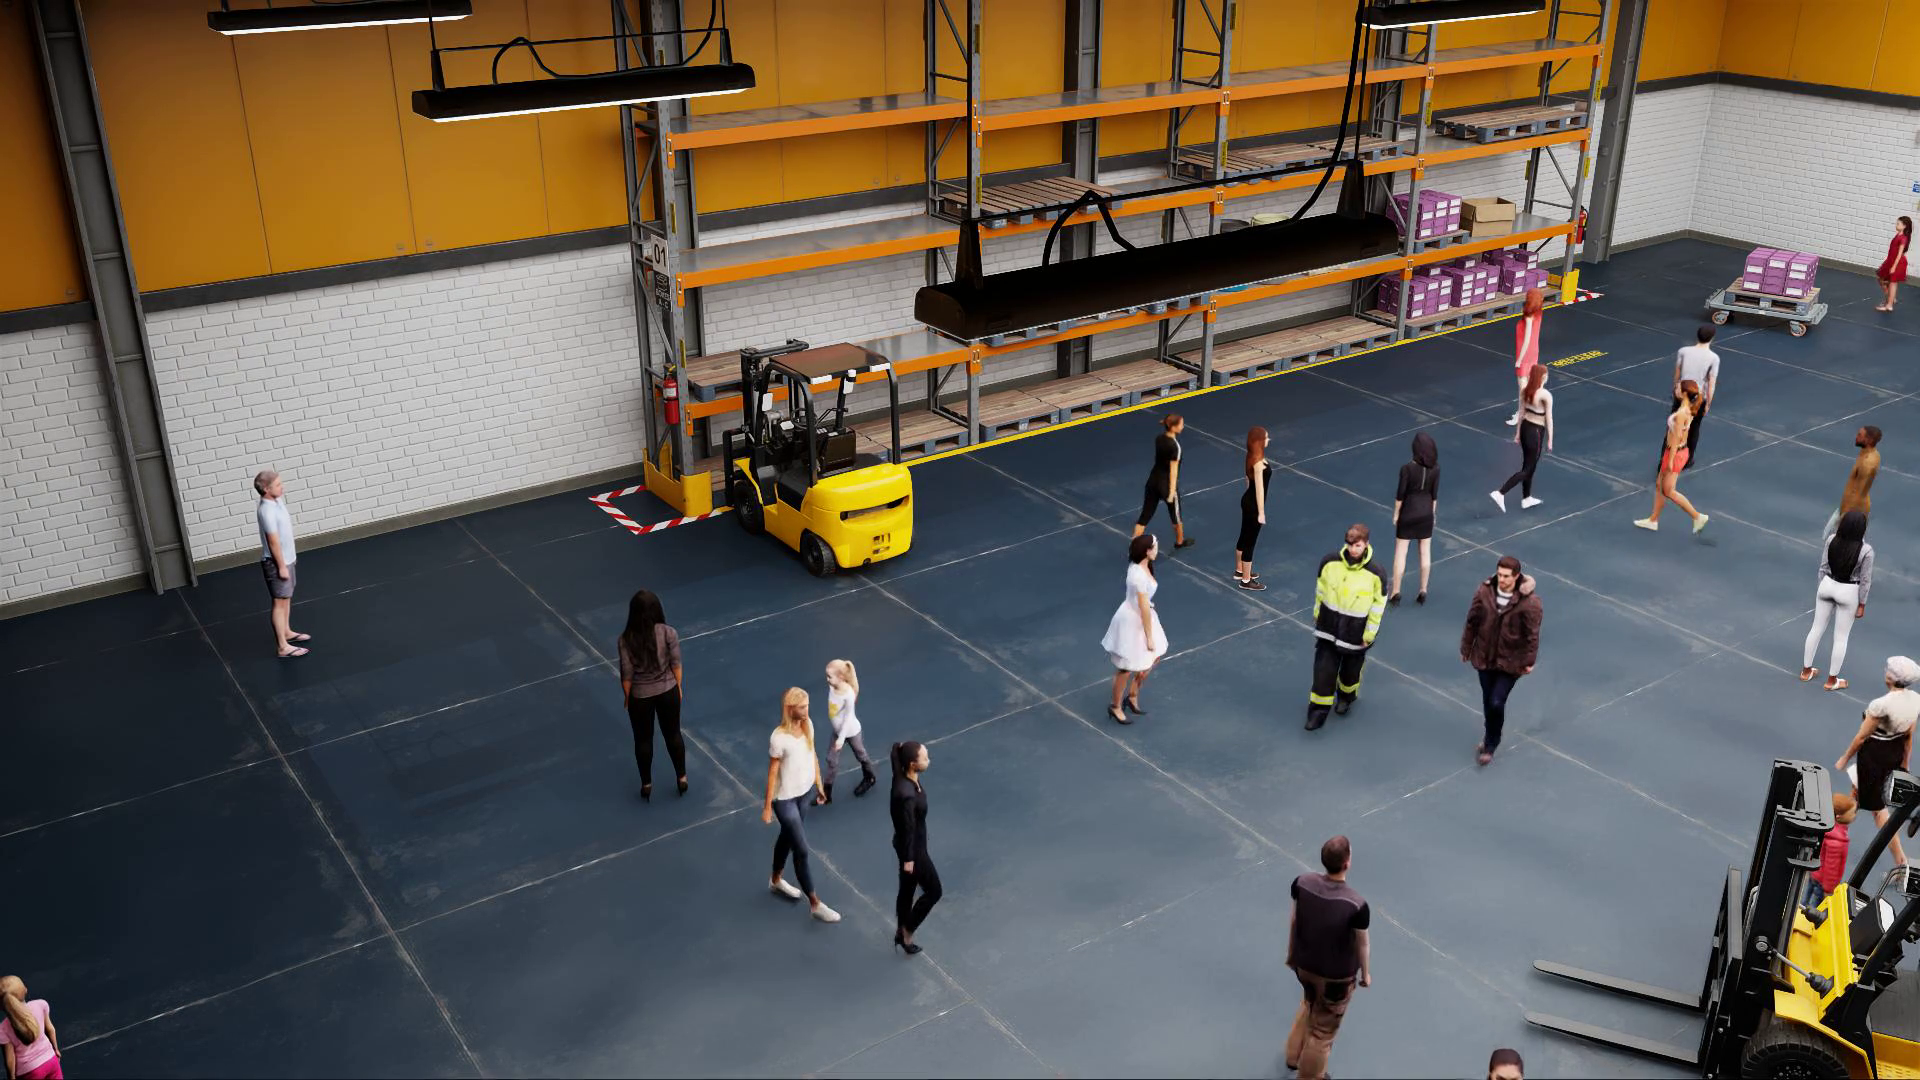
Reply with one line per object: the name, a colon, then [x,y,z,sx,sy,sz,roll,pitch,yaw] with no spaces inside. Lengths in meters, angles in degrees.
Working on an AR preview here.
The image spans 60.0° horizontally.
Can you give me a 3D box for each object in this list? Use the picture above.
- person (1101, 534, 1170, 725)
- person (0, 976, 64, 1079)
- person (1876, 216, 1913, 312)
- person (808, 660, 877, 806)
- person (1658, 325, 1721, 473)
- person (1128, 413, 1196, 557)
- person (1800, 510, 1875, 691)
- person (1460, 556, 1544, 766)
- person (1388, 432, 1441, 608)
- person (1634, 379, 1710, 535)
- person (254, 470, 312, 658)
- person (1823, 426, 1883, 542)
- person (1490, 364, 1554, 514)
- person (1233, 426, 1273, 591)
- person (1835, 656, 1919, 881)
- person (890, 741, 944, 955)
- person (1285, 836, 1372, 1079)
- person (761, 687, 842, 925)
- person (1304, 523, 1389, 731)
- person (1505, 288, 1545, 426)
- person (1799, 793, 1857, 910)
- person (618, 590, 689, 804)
person: [1.414,0.795,14.400,0.961,1.790,0.904,6,24,13]
person: [-5.444,3.089,9.798,0.627,1.273,0.547,13,27,27]
person: [15.064,-4.421,26.640,0.755,1.544,0.696,4,24,10]
person: [-0.861,1.535,13.397,0.928,1.237,0.569,-21,31,-39]
person: [8.731,-1.643,19.979,0.883,1.787,1.169,17,29,34]
person: [2.085,-0.548,17.683,1.104,1.621,0.611,-13,27,-28]
person: [7.985,0.519,15.112,0.489,1.724,0.586,-16,28,-32]
person: [4.582,0.952,13.989,0.837,1.831,0.832,-22,32,-40]
person: [4.565,-0.195,16.655,0.626,1.797,0.730,-2,24,-5]
person: [7.924,-0.876,18.243,0.822,1.773,1.007,18,29,35]
person: [-6.447,0.200,15.712,0.688,1.829,0.708,-5,24,-10]
person: [9.151,-0.285,16.847,0.815,1.809,0.692,12,26,26]
person: [6.435,-1.131,18.881,1.083,1.729,0.742,-8,25,-17]
person: [3.005,-0.347,17.091,0.670,1.726,0.650,-1,24,-3]
person: [6.915,1.728,12.363,1.084,1.711,0.818,-11,26,-23]
person: [-0.408,2.138,11.432,0.723,1.705,0.702,-2,24,-5]
person: [2.169,2.642,10.131,0.705,1.825,0.707,-20,30,-38]
person: [-1.293,1.848,12.001,0.942,1.781,1.008,13,27,27]
person: [3.394,0.686,14.483,1.137,1.923,1.265,12,26,25]
person: [7.378,-2.391,21.640,0.719,1.828,0.565,16,28,32]
person: [5.944,2.324,11.491,0.656,1.317,0.578,8,25,18]
person: [-2.449,1.251,13.292,0.657,1.841,0.784,-6,24,-13]
